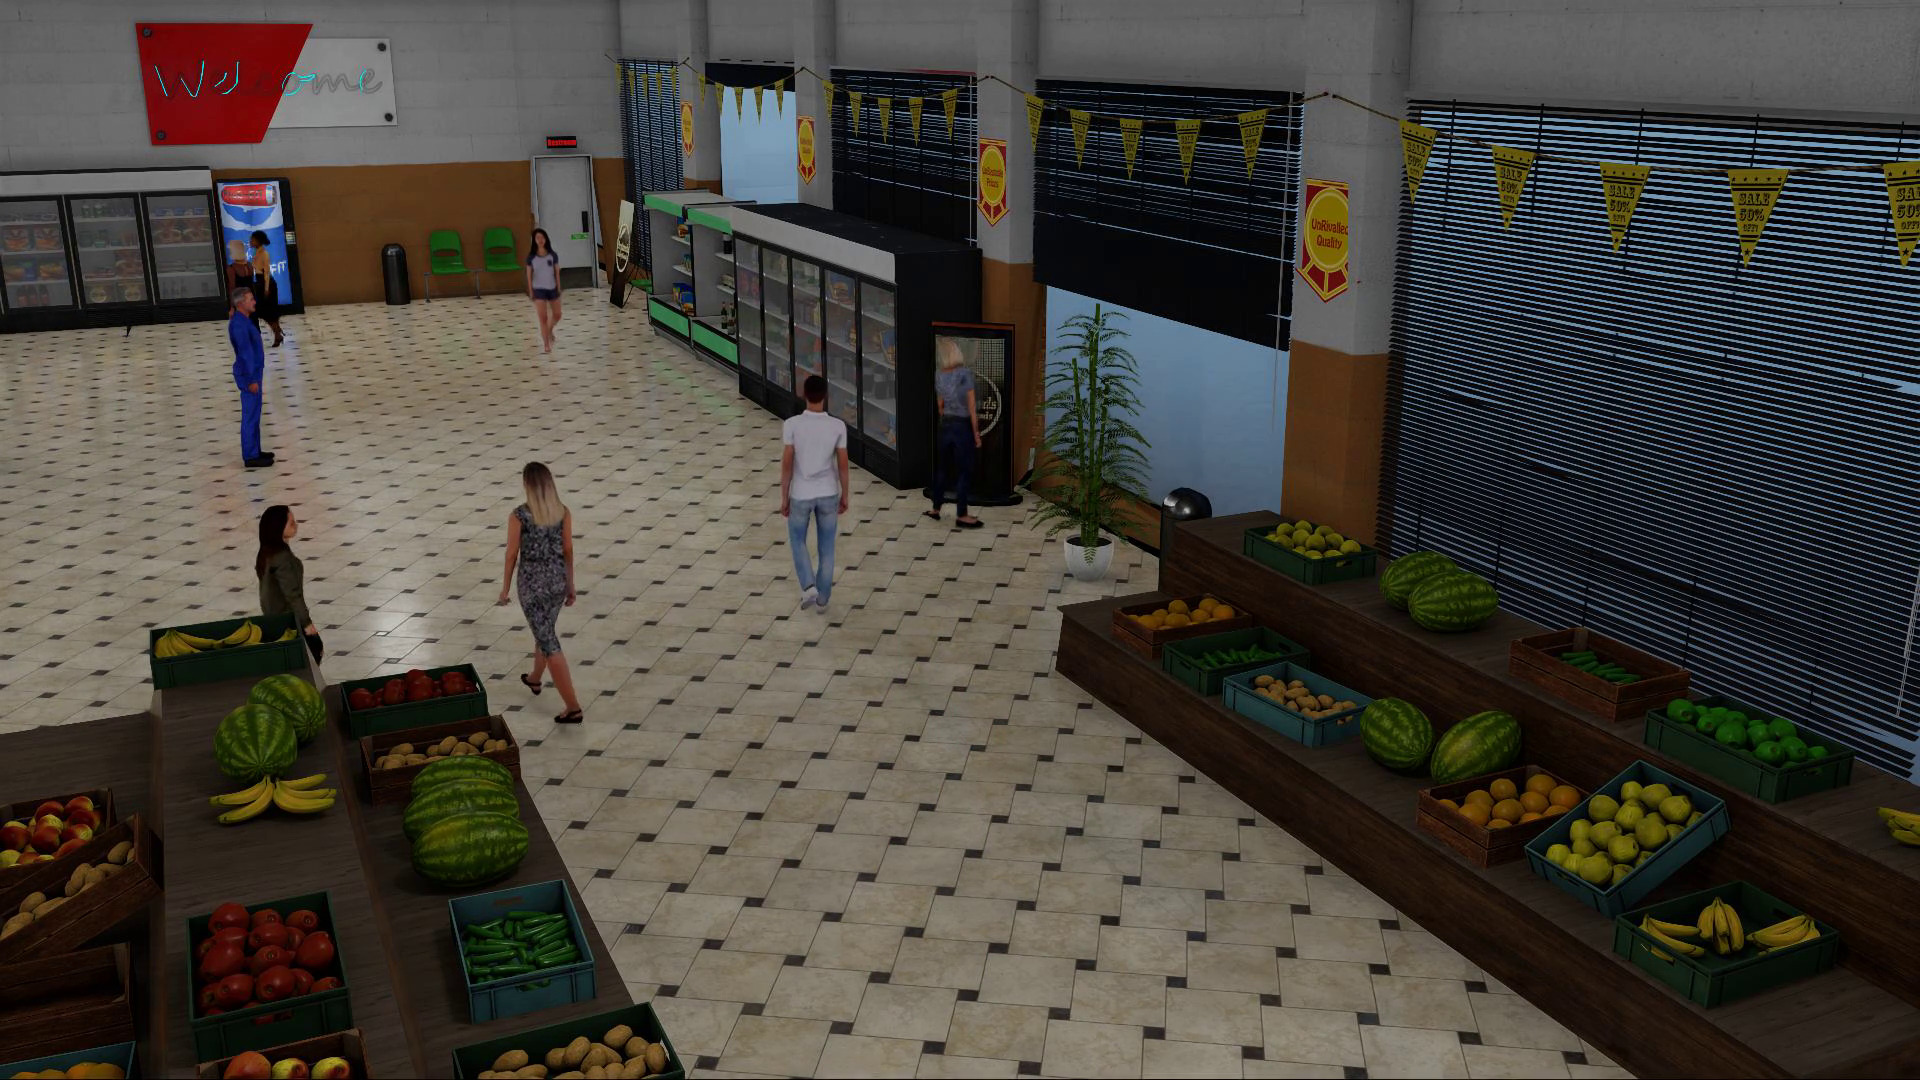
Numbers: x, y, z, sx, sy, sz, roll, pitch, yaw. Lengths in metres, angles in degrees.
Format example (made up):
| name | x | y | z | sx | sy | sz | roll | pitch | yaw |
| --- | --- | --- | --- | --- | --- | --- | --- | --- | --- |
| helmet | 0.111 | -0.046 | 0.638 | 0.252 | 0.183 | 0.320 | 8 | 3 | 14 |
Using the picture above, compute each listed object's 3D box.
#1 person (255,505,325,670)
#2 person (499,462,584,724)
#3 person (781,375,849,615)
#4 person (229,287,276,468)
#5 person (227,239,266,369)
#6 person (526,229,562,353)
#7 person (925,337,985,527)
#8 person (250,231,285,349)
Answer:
| name | x | y | z | sx | sy | sz | roll | pitch | yaw |
| --- | --- | --- | --- | --- | --- | --- | --- | --- | --- |
| person | -4.317 | 0.505 | 10.487 | 0.644 | 1.463 | 0.612 | -7 | 18 | -23 |
| person | -2.609 | 0.380 | 10.564 | 0.818 | 1.657 | 1.193 | -14 | 22 | -39 |
| person | -1.086 | -0.301 | 12.487 | 0.785 | 1.842 | 0.863 | -3 | 17 | -10 |
| person | -7.305 | -1.683 | 17.067 | 0.805 | 1.826 | 0.502 | -6 | 18 | -20 |
| person | -9.333 | -3.045 | 21.686 | 0.715 | 1.748 | 0.663 | 7 | 18 | 21 |
| person | -5.812 | -3.506 | 23.296 | 0.602 | 1.695 | 0.802 | -7 | 18 | -21 |
| person | -0.016 | -0.953 | 14.909 | 0.863 | 1.683 | 0.667 | -10 | 19 | -29 |
| person | -9.715 | -3.541 | 23.499 | 0.664 | 1.644 | 0.731 | 16 | 23 | 42 |
